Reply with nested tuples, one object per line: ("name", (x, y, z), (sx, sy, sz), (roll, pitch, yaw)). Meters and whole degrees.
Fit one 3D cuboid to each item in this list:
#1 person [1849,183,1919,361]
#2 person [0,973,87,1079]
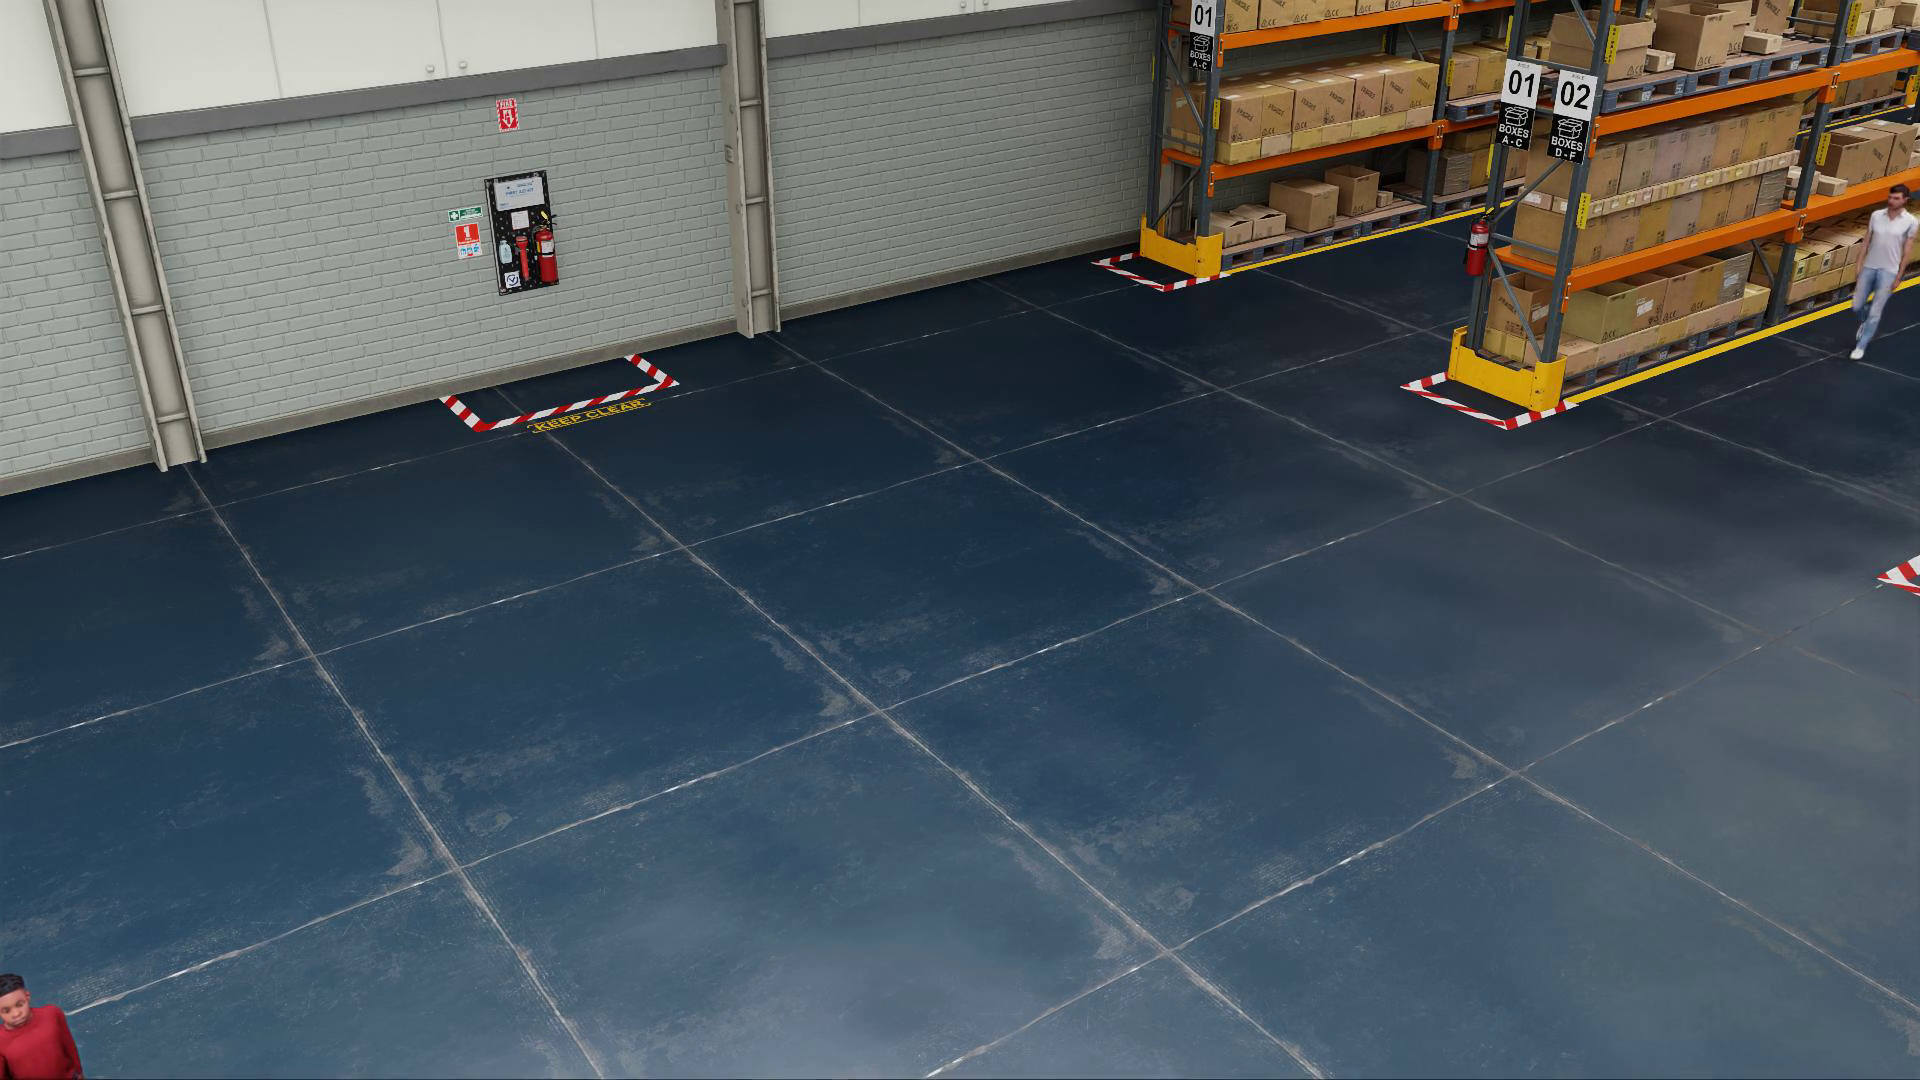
("person", (9.559, -2.788, 17.205), (0.944, 1.836, 0.729), (-23, 35, -37))
("person", (-4.204, 2.480, 7.607), (0.596, 1.255, 0.474), (23, 35, 38))
